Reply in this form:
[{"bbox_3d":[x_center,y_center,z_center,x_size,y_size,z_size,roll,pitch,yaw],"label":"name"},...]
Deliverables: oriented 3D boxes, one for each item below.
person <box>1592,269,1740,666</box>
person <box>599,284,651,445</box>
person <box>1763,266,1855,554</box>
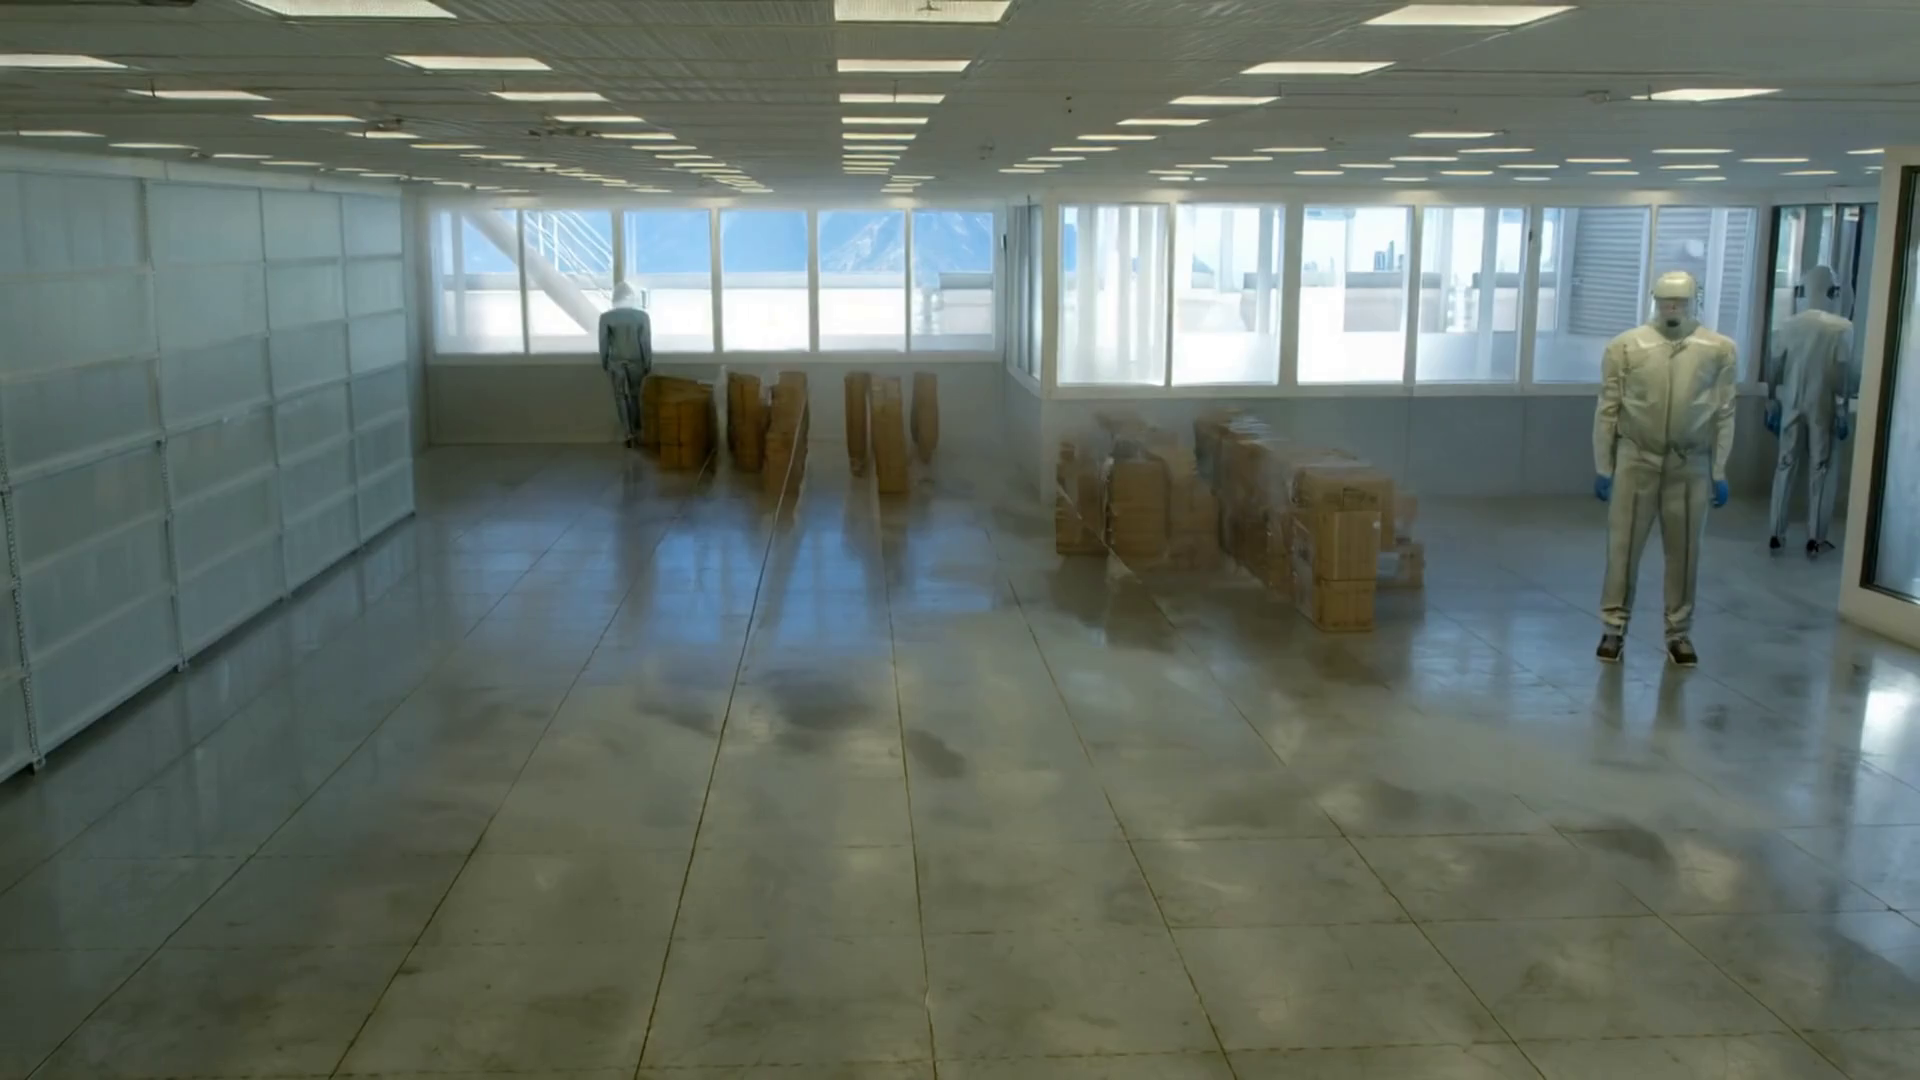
[{"bbox_3d":[3.394,-0.343,8.040,0.650,1.907,0.409,3,11,15],"label":"person"},{"bbox_3d":[-3.311,-1.743,16.487,0.496,1.588,0.861,-4,11,-22],"label":"person"},{"bbox_3d":[5.523,-0.838,10.833,0.523,1.863,0.317,9,14,41],"label":"person"}]
